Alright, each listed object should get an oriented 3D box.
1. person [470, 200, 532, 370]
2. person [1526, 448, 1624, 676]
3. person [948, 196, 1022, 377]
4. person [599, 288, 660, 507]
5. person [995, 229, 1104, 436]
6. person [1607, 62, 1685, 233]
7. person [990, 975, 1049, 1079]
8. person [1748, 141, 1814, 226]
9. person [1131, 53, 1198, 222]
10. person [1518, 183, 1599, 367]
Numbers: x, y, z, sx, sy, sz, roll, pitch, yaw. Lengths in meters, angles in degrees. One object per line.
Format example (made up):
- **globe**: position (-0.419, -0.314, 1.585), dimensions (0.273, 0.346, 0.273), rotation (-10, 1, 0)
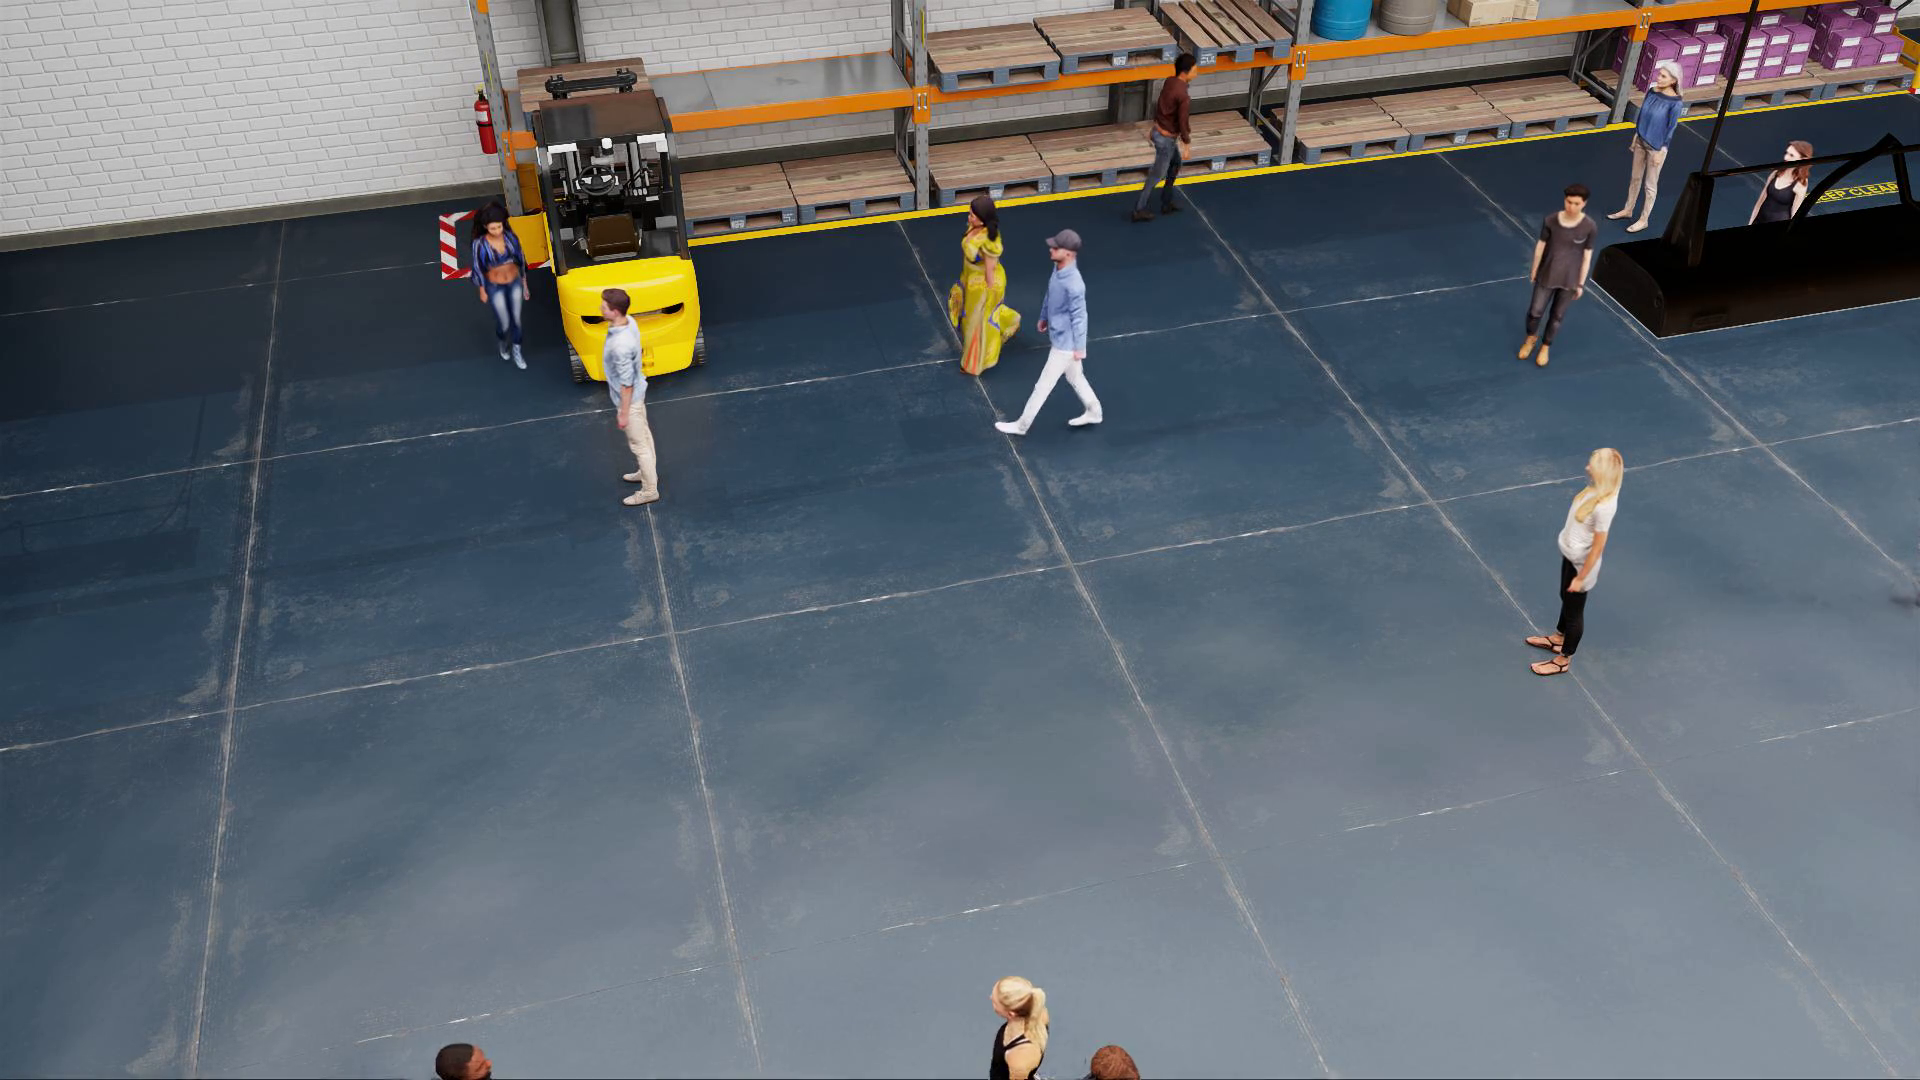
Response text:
- **person**: position (-3.923, -2.201, 14.226), dimensions (0.701, 1.610, 0.782), rotation (-23, 44, -26)
- **person**: position (4.165, 0.135, 11.129), dimensions (0.676, 1.823, 0.684), rotation (7, 39, 8)
- **person**: position (0.266, -2.193, 14.195), dimensions (0.944, 1.646, 0.769), rotation (-14, 41, -16)
- **person**: position (-2.510, -1.103, 12.661), dimensions (0.610, 1.847, 0.686), rotation (-3, 39, -4)
- **person**: position (0.917, -1.628, 13.322), dimensions (1.192, 1.842, 0.796), rotation (-3, 39, -4)
- **person**: position (6.749, -3.842, 16.218), dimensions (0.591, 1.697, 0.637), rotation (-14, 41, -17)
- **person**: position (0.338, 2.681, 7.940), dimensions (1.140, 1.824, 0.927), rotation (8, 39, 10)
- **person**: position (7.232, -2.743, 14.796), dimensions (0.564, 1.746, 0.626), rotation (-17, 42, -20)
- **person**: position (1.939, -3.905, 16.264), dimensions (0.838, 1.729, 0.702), rotation (-11, 40, -13)
- **person**: position (5.168, -2.315, 14.293), dimensions (0.688, 1.703, 0.772), rotation (15, 41, 18)
